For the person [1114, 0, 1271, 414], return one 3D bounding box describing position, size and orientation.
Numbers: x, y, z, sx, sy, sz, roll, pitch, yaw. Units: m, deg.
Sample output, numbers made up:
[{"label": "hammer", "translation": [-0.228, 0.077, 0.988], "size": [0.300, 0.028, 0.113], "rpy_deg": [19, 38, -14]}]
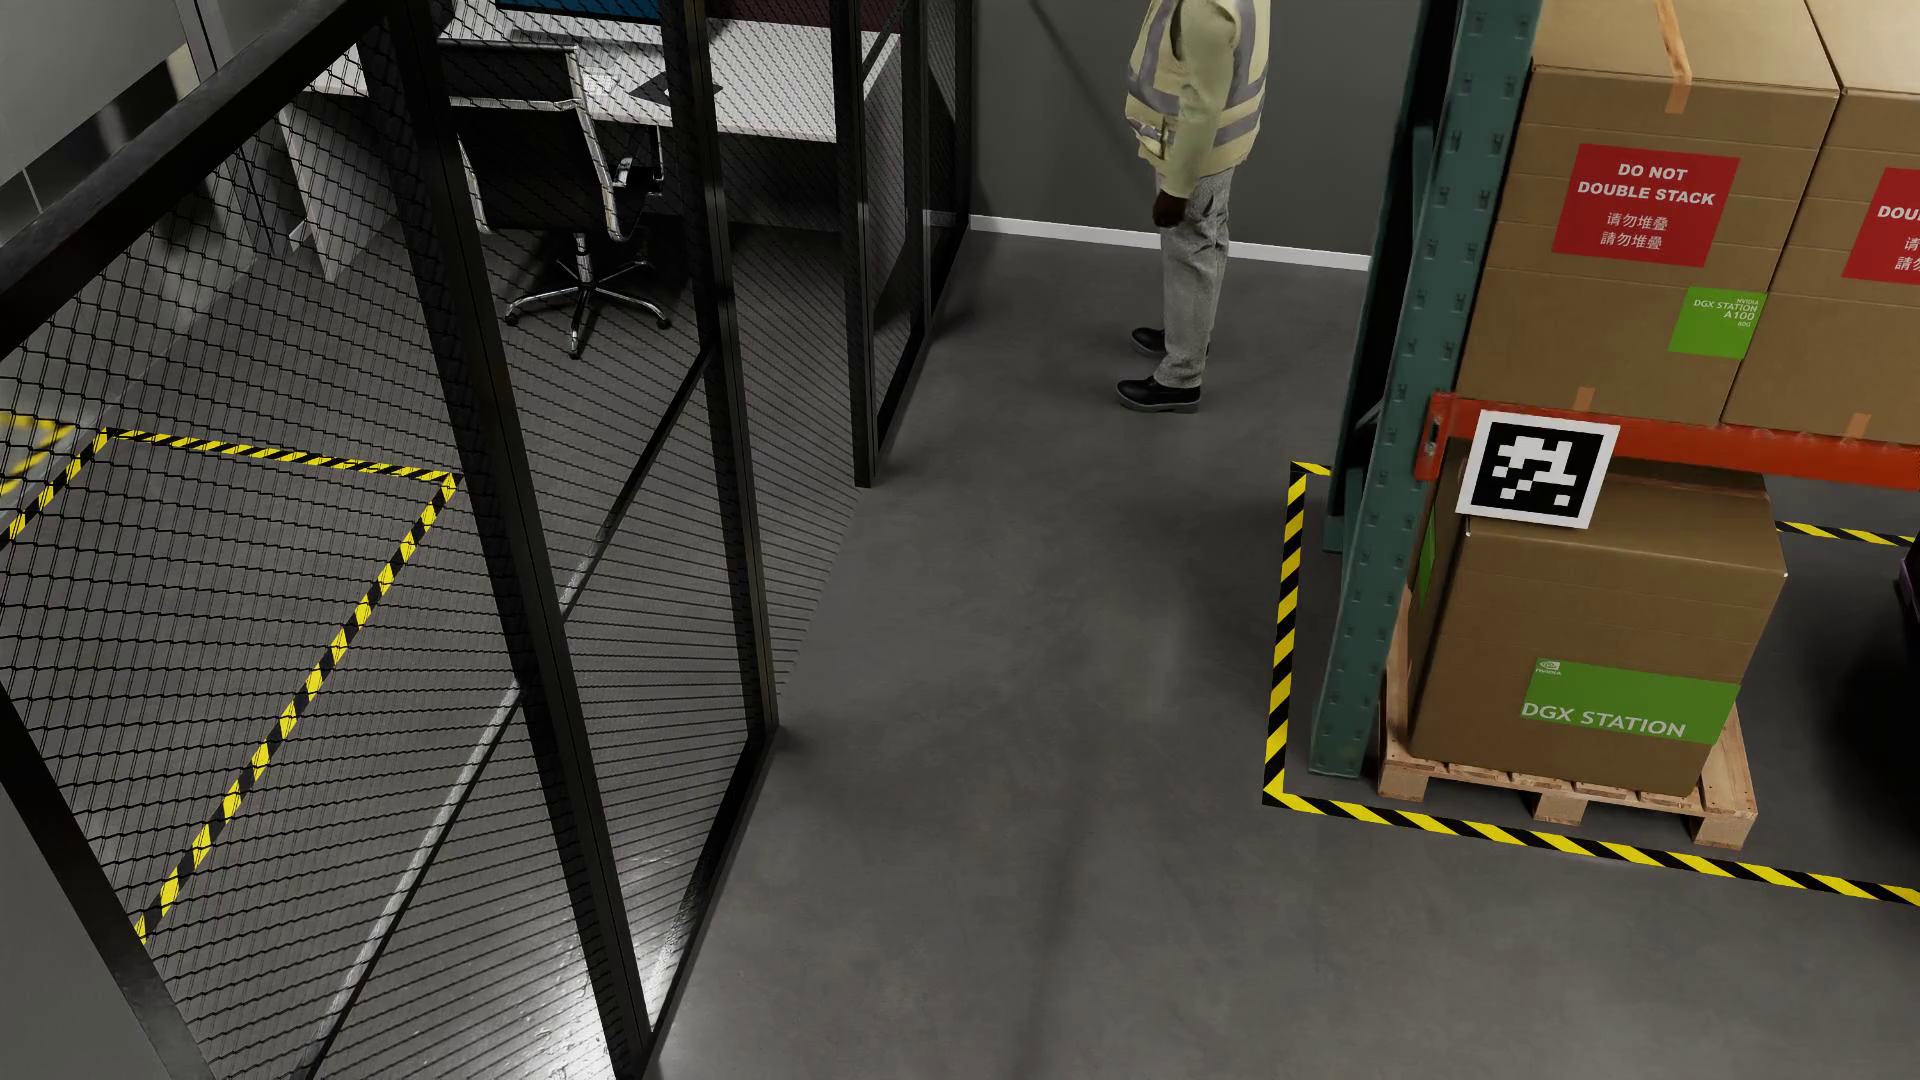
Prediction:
[{"label": "person", "translation": [0.687, -1.209, 4.975], "size": [0.404, 1.826, 0.587], "rpy_deg": [12, 42, 13]}]
